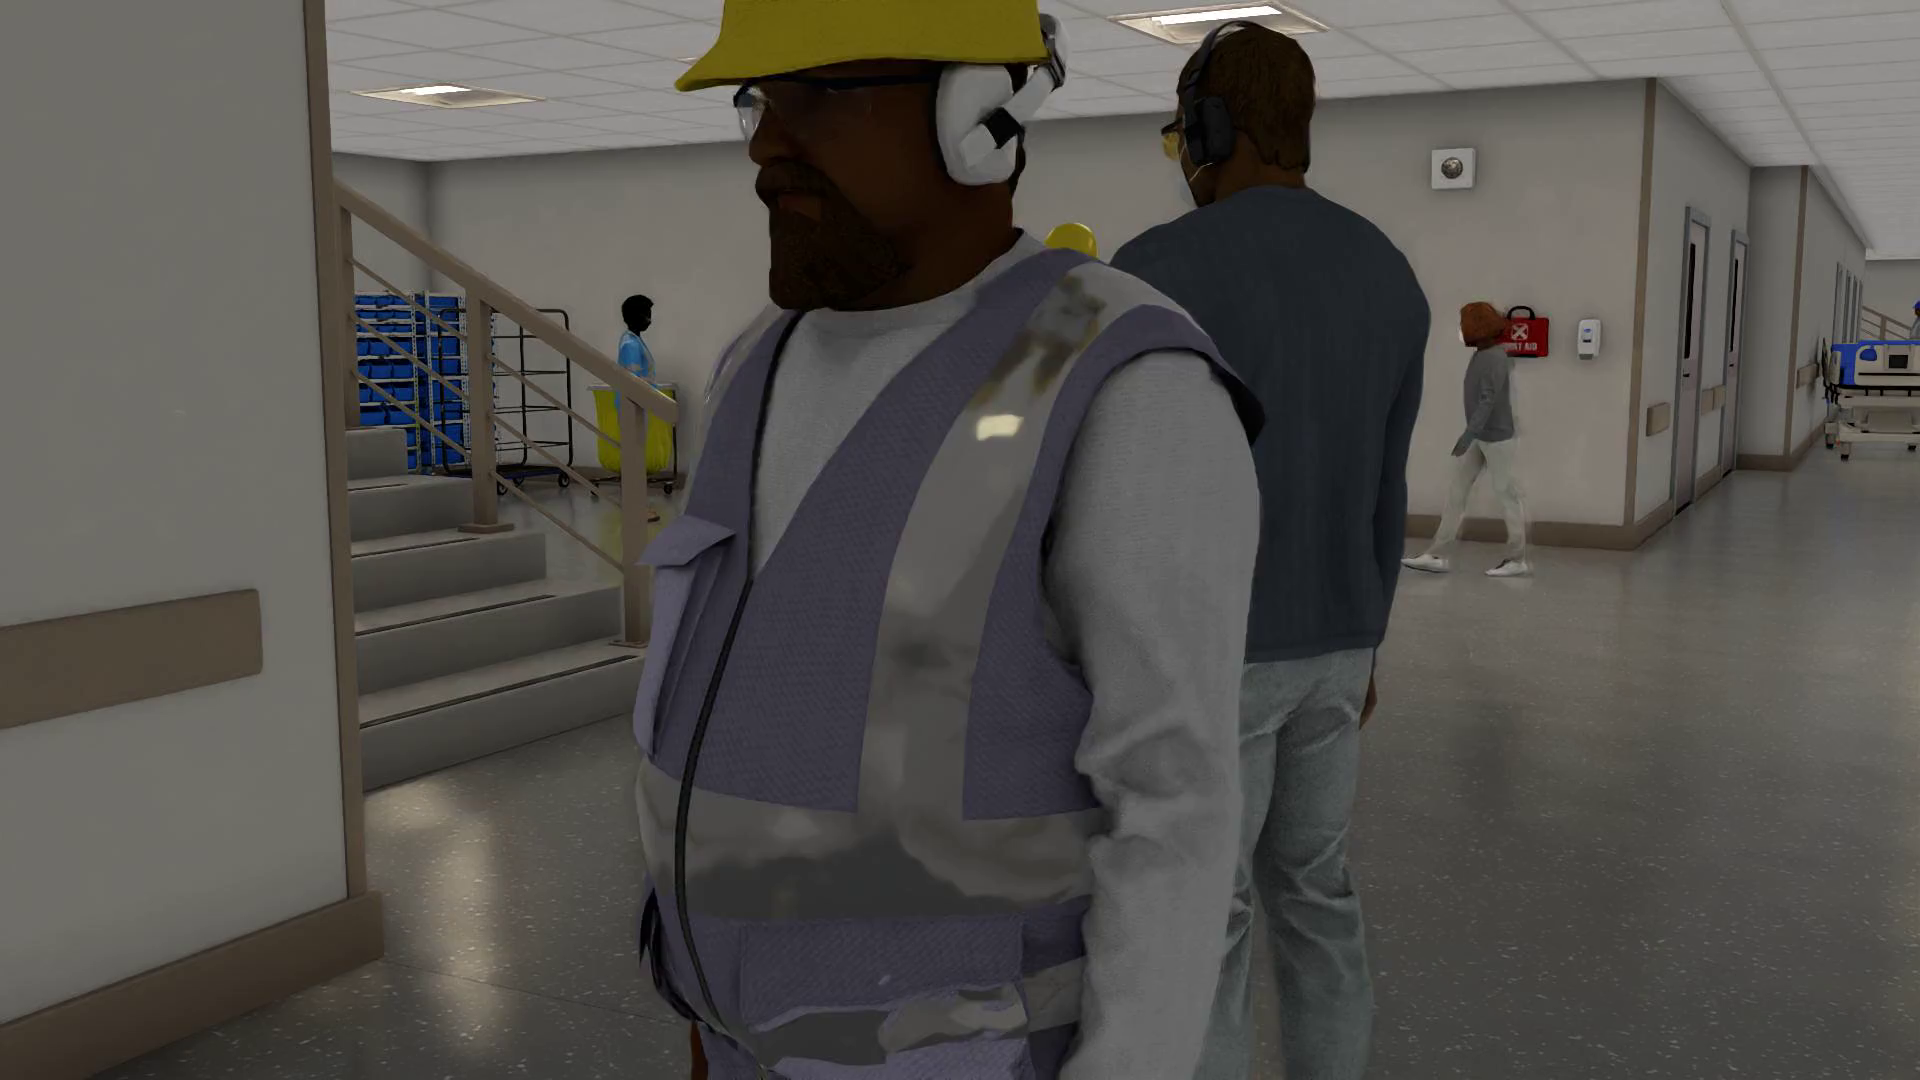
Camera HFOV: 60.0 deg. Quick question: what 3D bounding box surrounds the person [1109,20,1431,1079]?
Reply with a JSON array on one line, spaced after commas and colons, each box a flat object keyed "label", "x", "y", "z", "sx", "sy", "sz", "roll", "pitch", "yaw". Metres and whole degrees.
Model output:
[{"label": "person", "x": 0.447, "y": 0.186, "z": 2.571, "sx": 0.632, "sy": 1.930, "sz": 0.388, "roll": -5, "pitch": 9, "yaw": -36}]

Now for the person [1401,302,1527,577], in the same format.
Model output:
[{"label": "person", "x": 2.943, "y": -0.568, "z": 9.610, "sx": 0.807, "sy": 1.589, "sz": 0.493, "roll": -1, "pitch": 7, "yaw": -5}]

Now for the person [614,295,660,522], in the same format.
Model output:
[{"label": "person", "x": -2.425, "y": -0.984, "z": 12.453, "sx": 0.319, "sy": 1.693, "sz": 0.532, "roll": -2, "pitch": 8, "yaw": -13}]
